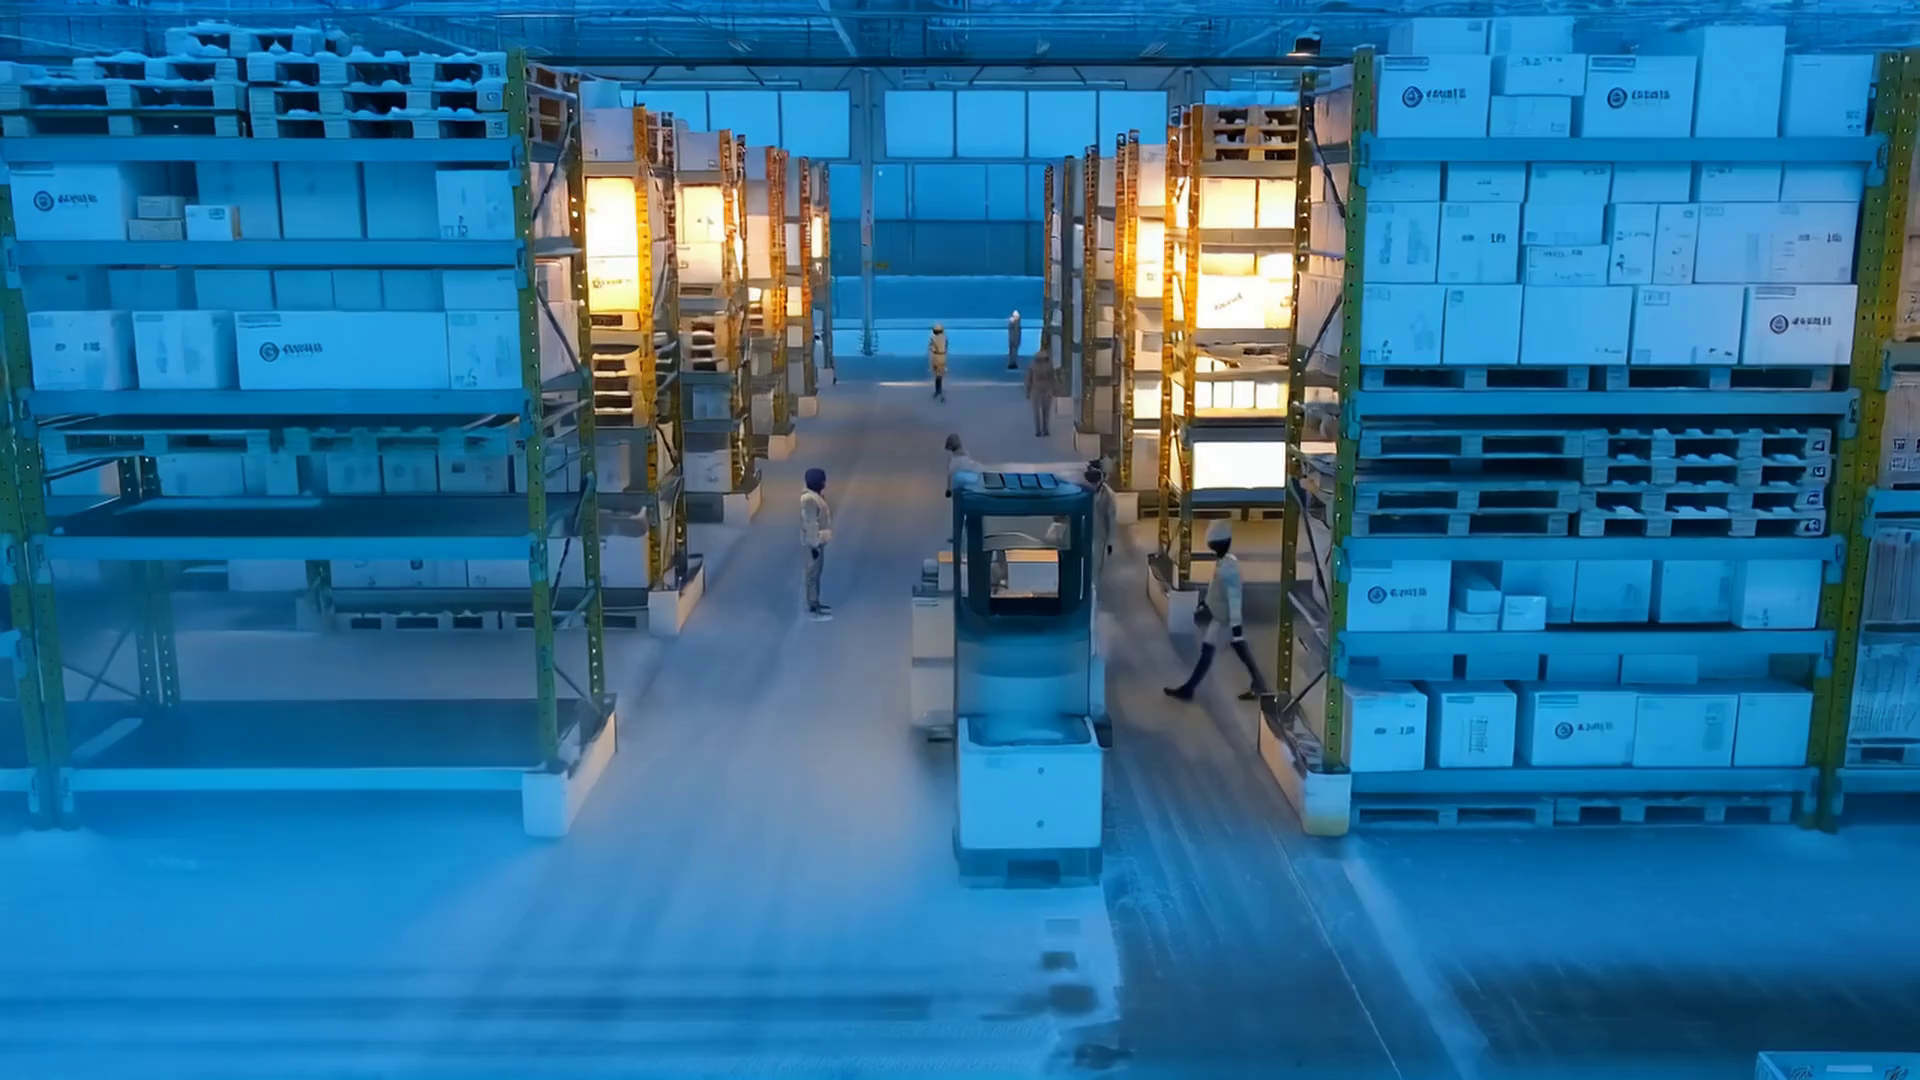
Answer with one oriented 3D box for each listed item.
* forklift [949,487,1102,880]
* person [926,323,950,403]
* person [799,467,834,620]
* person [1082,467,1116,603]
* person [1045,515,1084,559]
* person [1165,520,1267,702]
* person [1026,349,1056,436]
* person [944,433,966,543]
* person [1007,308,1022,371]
[{"bbox_3d":[0.495,0.986,12.813,1.129,2.768,1.873,0,11,-2],"label":"forklift"},{"bbox_3d":[-0.551,-4.498,42.210,0.621,1.999,1.027,-5,12,-23],"label":"person"},{"bbox_3d":[-1.732,0.034,20.119,0.429,1.844,0.626,-1,11,-3],"label":"person"},{"bbox_3d":[1.624,-0.031,20.594,0.600,1.771,0.924,0,11,-1],"label":"person"},{"bbox_3d":[1.156,0.257,19.444,0.553,1.649,0.830,-8,14,-35],"label":"person"},{"bbox_3d":[2.628,0.724,16.636,1.046,1.883,0.553,1,11,5],"label":"person"},{"bbox_3d":[1.738,-3.169,35.882,0.648,1.888,0.589,0,11,2],"label":"person"},{"bbox_3d":[-0.076,-0.765,24.593,0.266,1.631,0.507,5,12,23],"label":"person"},{"bbox_3d":[1.671,-6.050,50.167,0.402,1.895,0.663,-5,12,-22],"label":"person"}]
